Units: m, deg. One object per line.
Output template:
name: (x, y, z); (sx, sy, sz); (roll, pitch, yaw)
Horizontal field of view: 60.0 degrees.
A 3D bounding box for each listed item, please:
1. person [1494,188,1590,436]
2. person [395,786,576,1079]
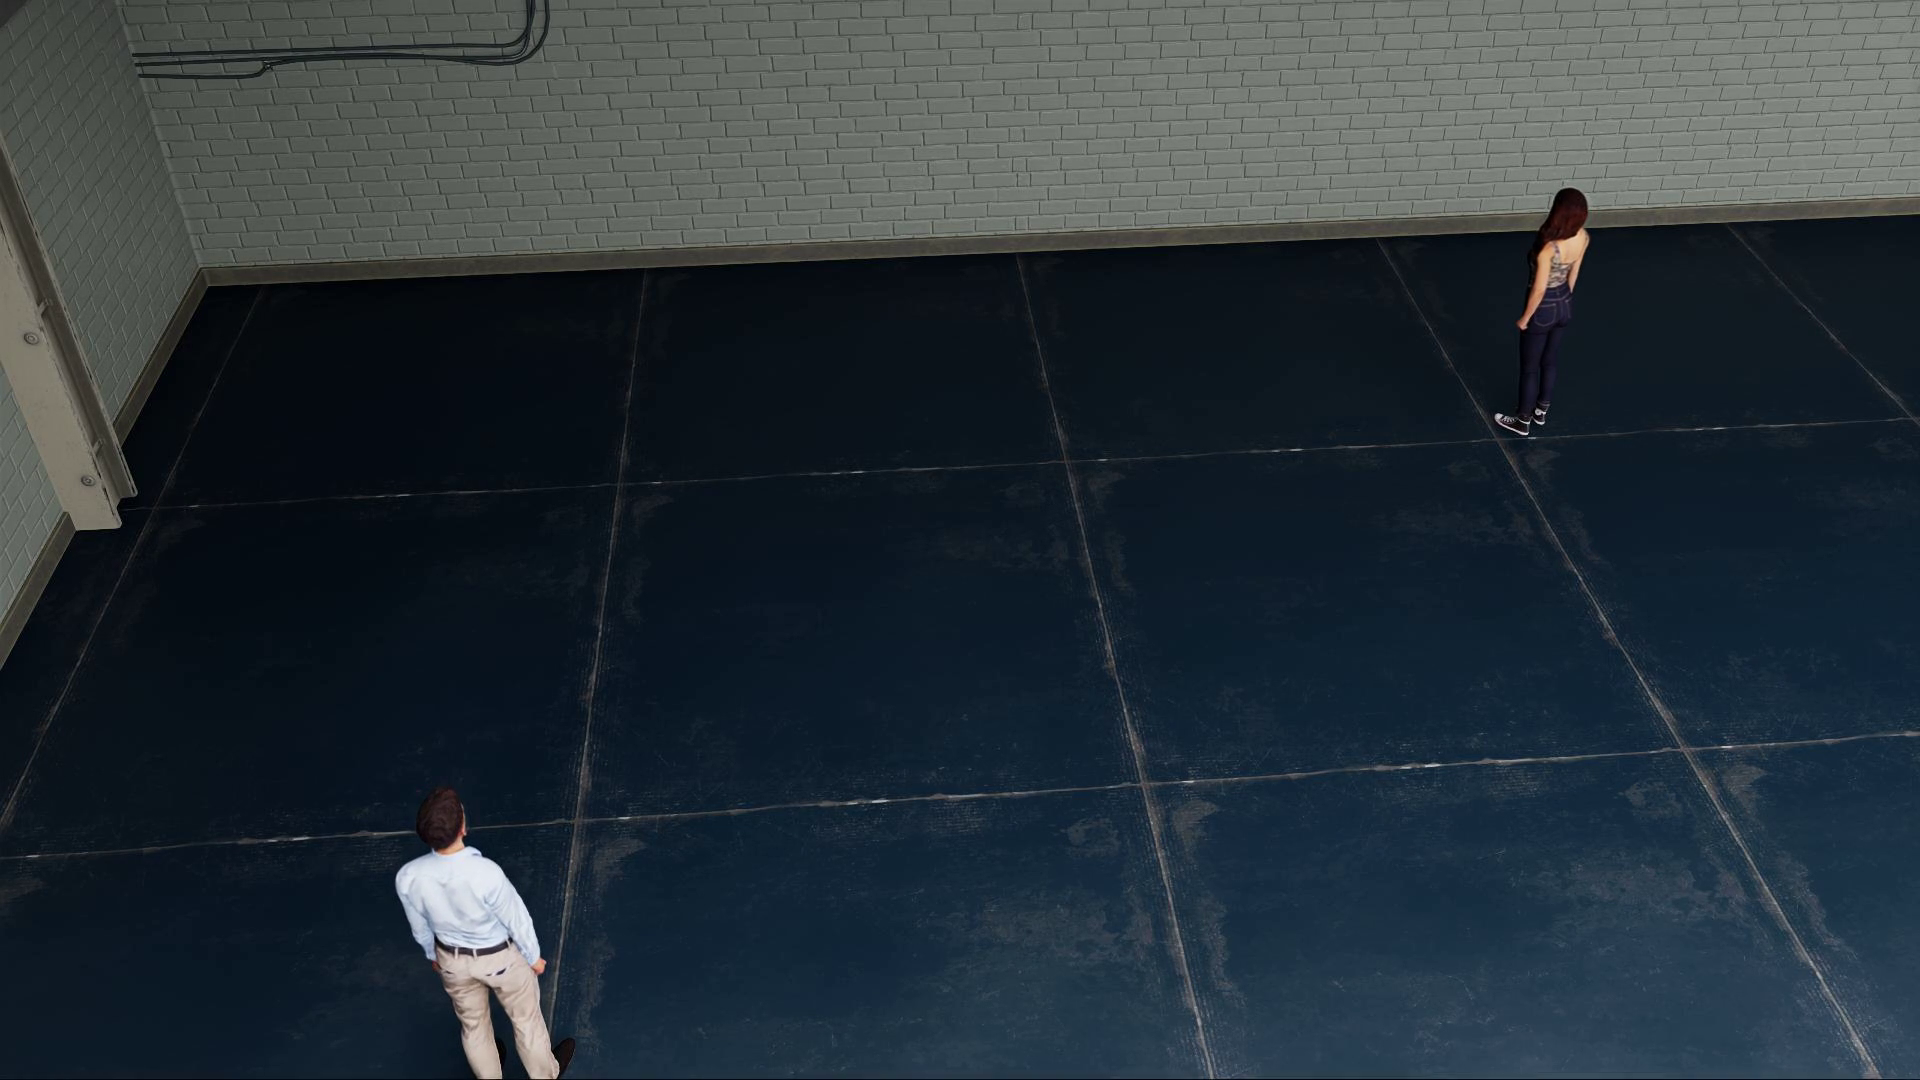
person: (3.919, -1.514, 11.081); (0.688, 1.769, 0.695); (-22, 43, -26)
person: (-1.983, 1.711, 6.894); (0.670, 1.848, 0.634); (1, 38, 2)
